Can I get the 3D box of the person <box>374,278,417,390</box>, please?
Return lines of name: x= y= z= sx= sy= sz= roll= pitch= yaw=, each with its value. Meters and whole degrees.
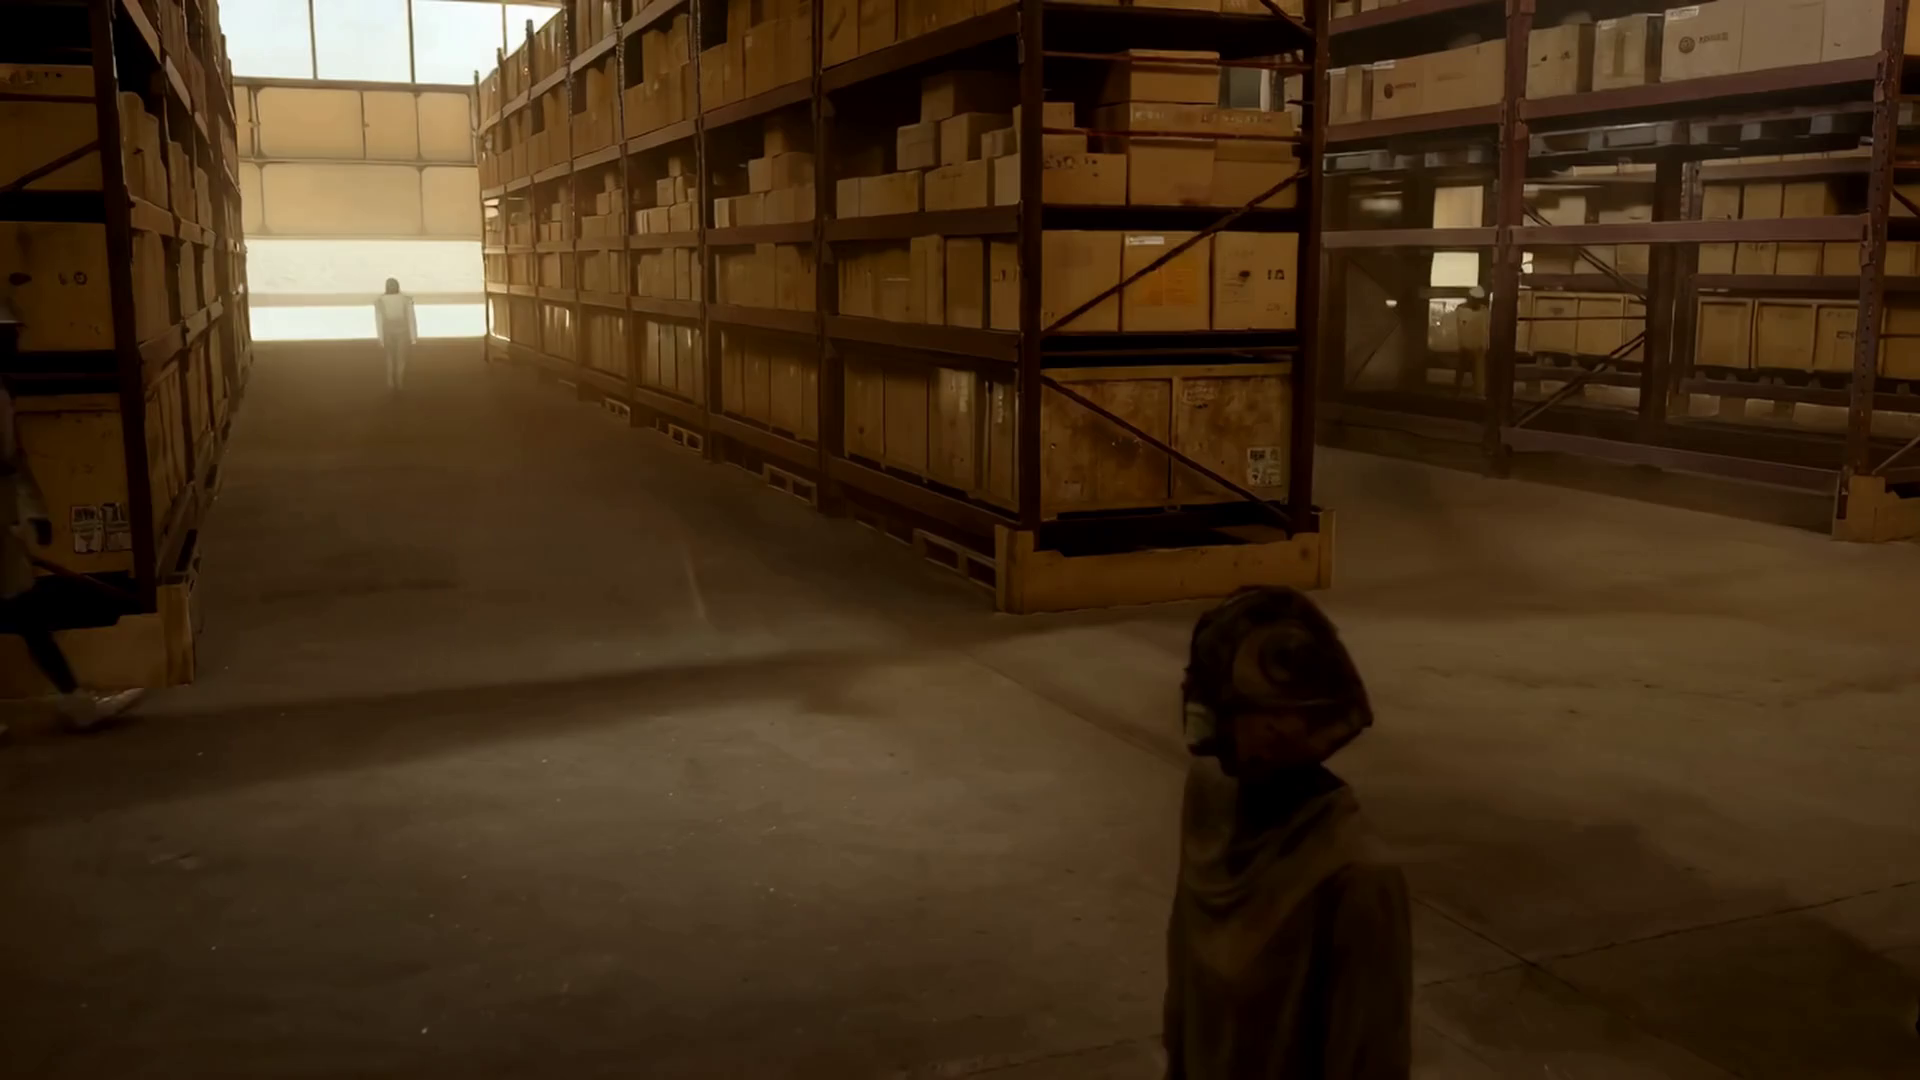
person: x=-9.225 y=-3.369 z=27.259 sx=0.633 sy=1.807 sz=0.885 roll=-2 pitch=10 yaw=-14

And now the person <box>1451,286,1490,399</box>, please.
person: x=7.416 y=-2.820 z=24.152 sx=0.527 sy=1.736 sz=0.837 roll=-1 pitch=10 yaw=-5

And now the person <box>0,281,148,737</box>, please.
person: x=-4.063 y=-0.115 z=7.185 sx=1.006 sy=1.996 sz=0.638 roll=-3 pitch=10 yaw=-17

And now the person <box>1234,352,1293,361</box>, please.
person: x=2.517 y=-1.129 z=13.687 sx=0.657 sy=1.847 sz=1.037 roll=-2 pitch=10 yaw=-12

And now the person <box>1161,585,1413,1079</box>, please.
person: x=0.437 y=0.867 z=2.393 sx=0.268 sy=1.632 sz=0.507 roll=-4 pitch=10 yaw=-22
